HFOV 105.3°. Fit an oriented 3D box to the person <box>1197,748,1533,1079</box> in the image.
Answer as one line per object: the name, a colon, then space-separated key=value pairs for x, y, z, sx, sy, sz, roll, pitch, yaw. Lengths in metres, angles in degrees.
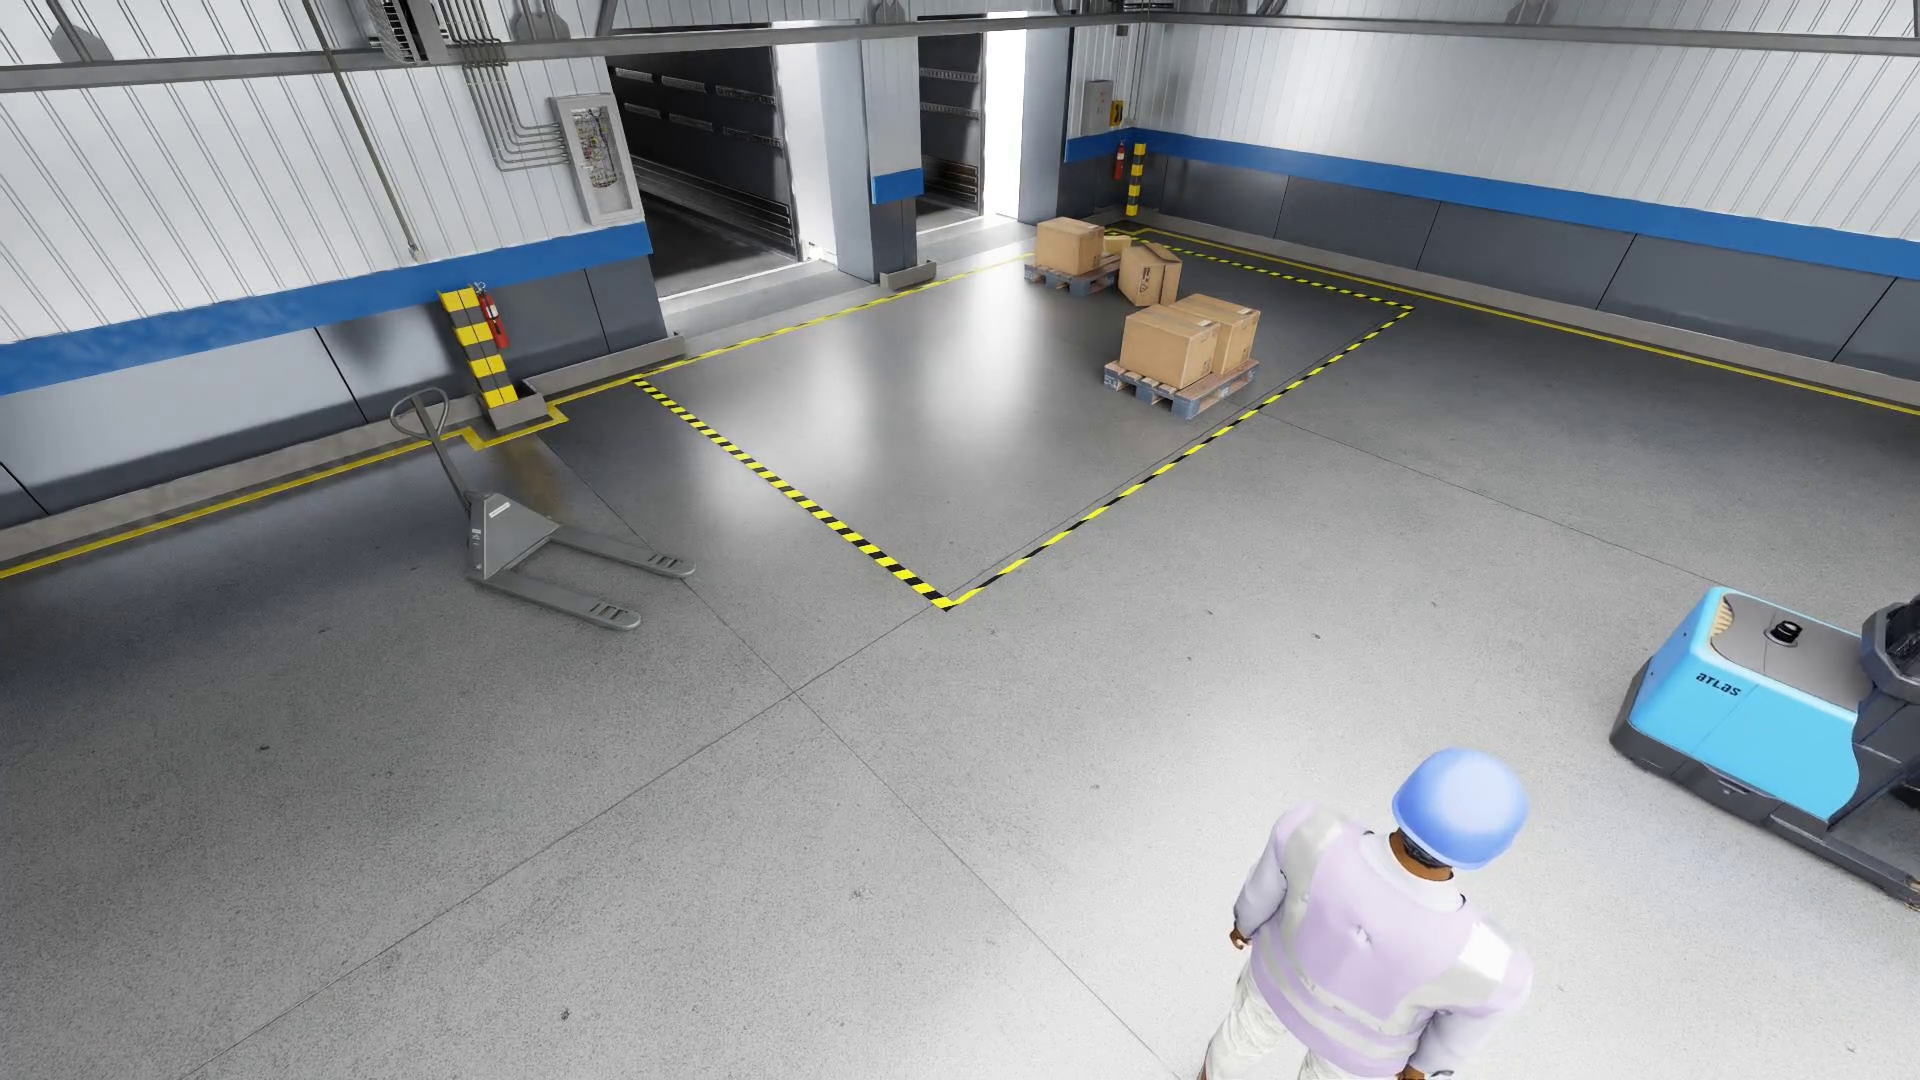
person: x=1.050 y=1.253 z=2.072 sx=0.398 sy=1.948 sz=0.604 roll=-28 pitch=46 yaw=-31

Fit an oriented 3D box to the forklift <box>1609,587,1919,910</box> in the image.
forklift: x=3.926 y=0.353 z=3.161 sx=0.716 sy=2.013 sz=0.776 roll=-31 pitch=47 yaw=-33

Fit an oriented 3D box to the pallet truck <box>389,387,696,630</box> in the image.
pallet truck: x=-2.613 y=-0.247 z=4.593 sx=1.601 sy=1.201 sz=0.680 roll=14 pitch=40 yaw=17
